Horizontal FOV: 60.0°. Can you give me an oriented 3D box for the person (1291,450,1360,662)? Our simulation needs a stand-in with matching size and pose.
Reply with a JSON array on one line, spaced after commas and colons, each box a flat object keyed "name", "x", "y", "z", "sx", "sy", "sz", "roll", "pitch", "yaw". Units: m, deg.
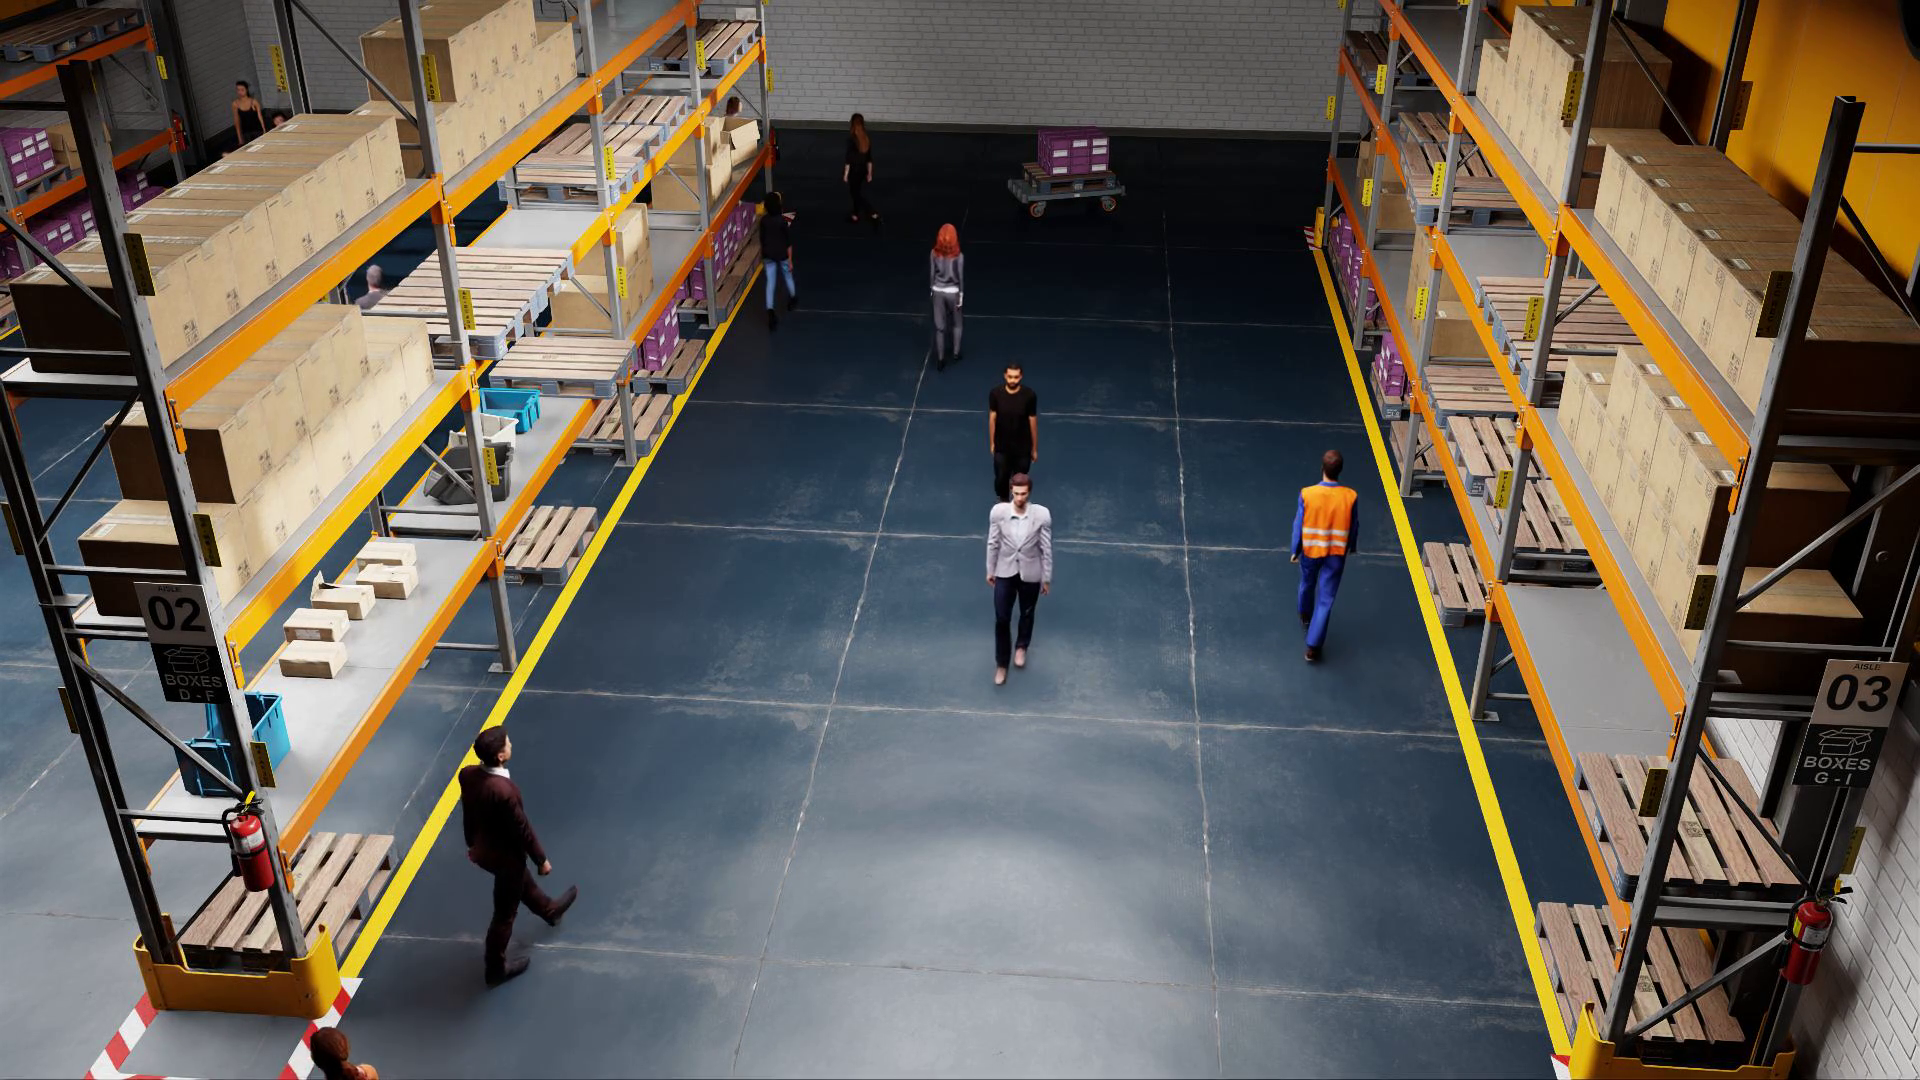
[{"name": "person", "x": 3.065, "y": 0.166, "z": 14.019, "sx": 0.810, "sy": 1.824, "sz": 1.143, "roll": 7, "pitch": 29, "yaw": 12}]

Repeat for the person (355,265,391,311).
[{"name": "person", "x": -6.228, "y": -2.068, "z": 18.127, "sx": 0.852, "sy": 1.813, "sz": 0.885, "roll": -18, "pitch": 33, "yaw": -29}]

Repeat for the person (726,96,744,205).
[{"name": "person", "x": -3.465, "y": -5.854, "z": 25.174, "sx": 0.627, "sy": 1.710, "sz": 0.536, "roll": 2, "pitch": 29, "yaw": 4}]

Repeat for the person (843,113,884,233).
[{"name": "person", "x": -1.424, "y": -5.321, "z": 24.223, "sx": 1.044, "sy": 1.686, "sz": 1.105, "roll": 21, "pitch": 35, "yaw": 33}]

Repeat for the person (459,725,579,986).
[{"name": "person", "x": -2.978, "y": 2.041, "z": 10.575, "sx": 1.105, "sy": 1.831, "sz": 1.230, "roll": 23, "pitch": 36, "yaw": 35}]

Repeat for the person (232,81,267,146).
[{"name": "person", "x": -11.101, "y": -6.383, "z": 26.167, "sx": 0.706, "sy": 1.688, "sz": 0.981, "roll": -1, "pitch": 29, "yaw": -3}]

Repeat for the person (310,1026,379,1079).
[{"name": "person", "x": -3.002, "y": 3.247, "z": 8.455, "sx": 0.922, "sy": 1.744, "sz": 1.145, "roll": 13, "pitch": 31, "yaw": 23}]

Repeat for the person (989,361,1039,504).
[{"name": "person", "x": 0.529, "y": -0.947, "z": 16.142, "sx": 0.622, "sy": 1.746, "sz": 0.653, "roll": 2, "pitch": 29, "yaw": 4}]

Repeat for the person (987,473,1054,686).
[{"name": "person", "x": 0.501, "y": 0.229, "z": 13.898, "sx": 0.699, "sy": 1.830, "sz": 0.867, "roll": 3, "pitch": 29, "yaw": 5}]

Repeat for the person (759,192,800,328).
[{"name": "person", "x": -2.328, "y": -3.480, "z": 20.877, "sx": 0.606, "sy": 1.658, "sz": 1.110, "roll": 4, "pitch": 29, "yaw": 7}]

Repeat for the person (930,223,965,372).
[{"name": "person", "x": -0.181, "y": -2.824, "z": 19.570, "sx": 0.654, "sy": 1.759, "sz": 0.803, "roll": 5, "pitch": 29, "yaw": 10}]
